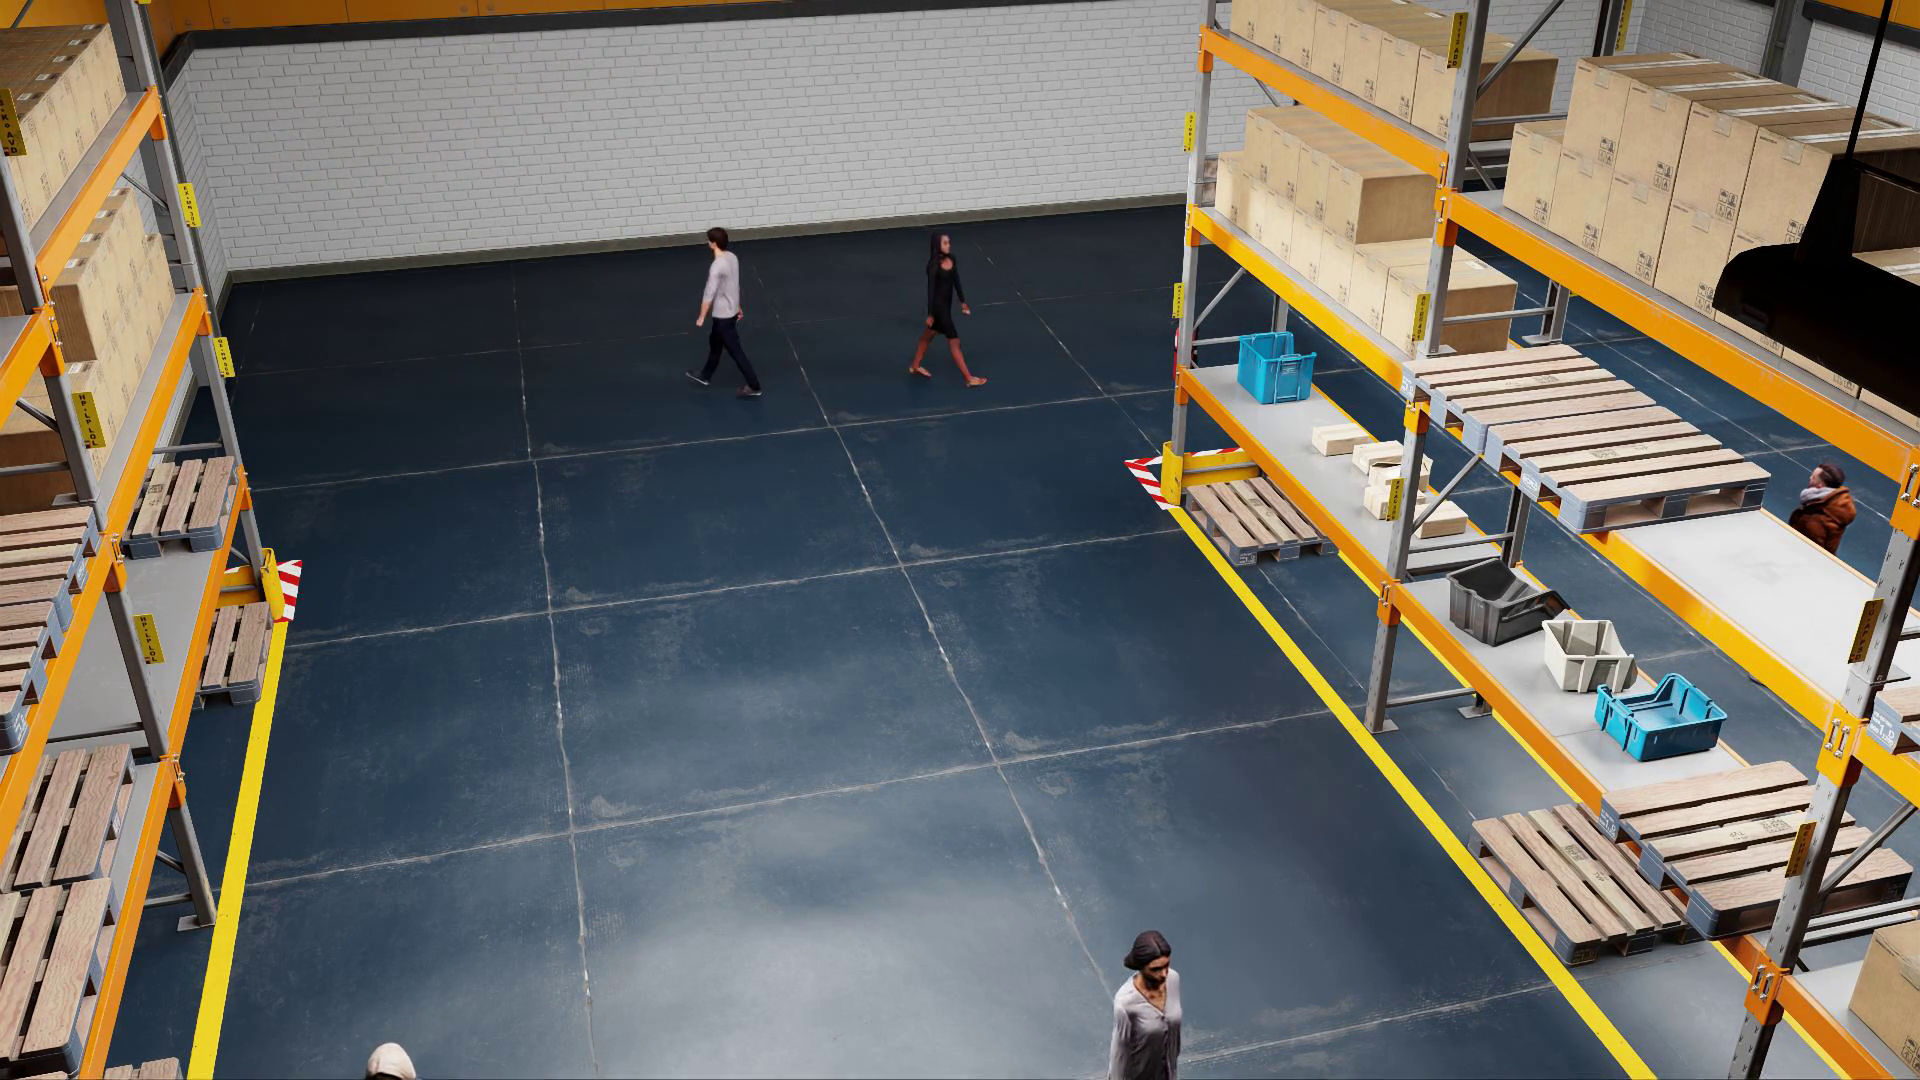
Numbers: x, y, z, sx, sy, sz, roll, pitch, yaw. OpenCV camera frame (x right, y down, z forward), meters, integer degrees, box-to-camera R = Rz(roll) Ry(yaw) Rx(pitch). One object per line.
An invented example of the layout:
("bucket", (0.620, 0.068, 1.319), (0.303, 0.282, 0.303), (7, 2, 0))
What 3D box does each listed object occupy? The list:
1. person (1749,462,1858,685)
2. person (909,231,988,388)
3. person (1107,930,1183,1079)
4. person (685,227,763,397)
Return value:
("person", (6.364, 0.263, 12.510), (0.872, 1.836, 0.841), (24, 37, 36))
("person", (-0.271, -2.439, 17.642), (1.190, 1.665, 1.181), (13, 31, 23))
("person", (0.838, 2.611, 8.308), (0.850, 1.737, 1.169), (-17, 33, -28))
("person", (-2.358, -2.322, 17.294), (1.082, 1.793, 1.189), (6, 29, 11))
